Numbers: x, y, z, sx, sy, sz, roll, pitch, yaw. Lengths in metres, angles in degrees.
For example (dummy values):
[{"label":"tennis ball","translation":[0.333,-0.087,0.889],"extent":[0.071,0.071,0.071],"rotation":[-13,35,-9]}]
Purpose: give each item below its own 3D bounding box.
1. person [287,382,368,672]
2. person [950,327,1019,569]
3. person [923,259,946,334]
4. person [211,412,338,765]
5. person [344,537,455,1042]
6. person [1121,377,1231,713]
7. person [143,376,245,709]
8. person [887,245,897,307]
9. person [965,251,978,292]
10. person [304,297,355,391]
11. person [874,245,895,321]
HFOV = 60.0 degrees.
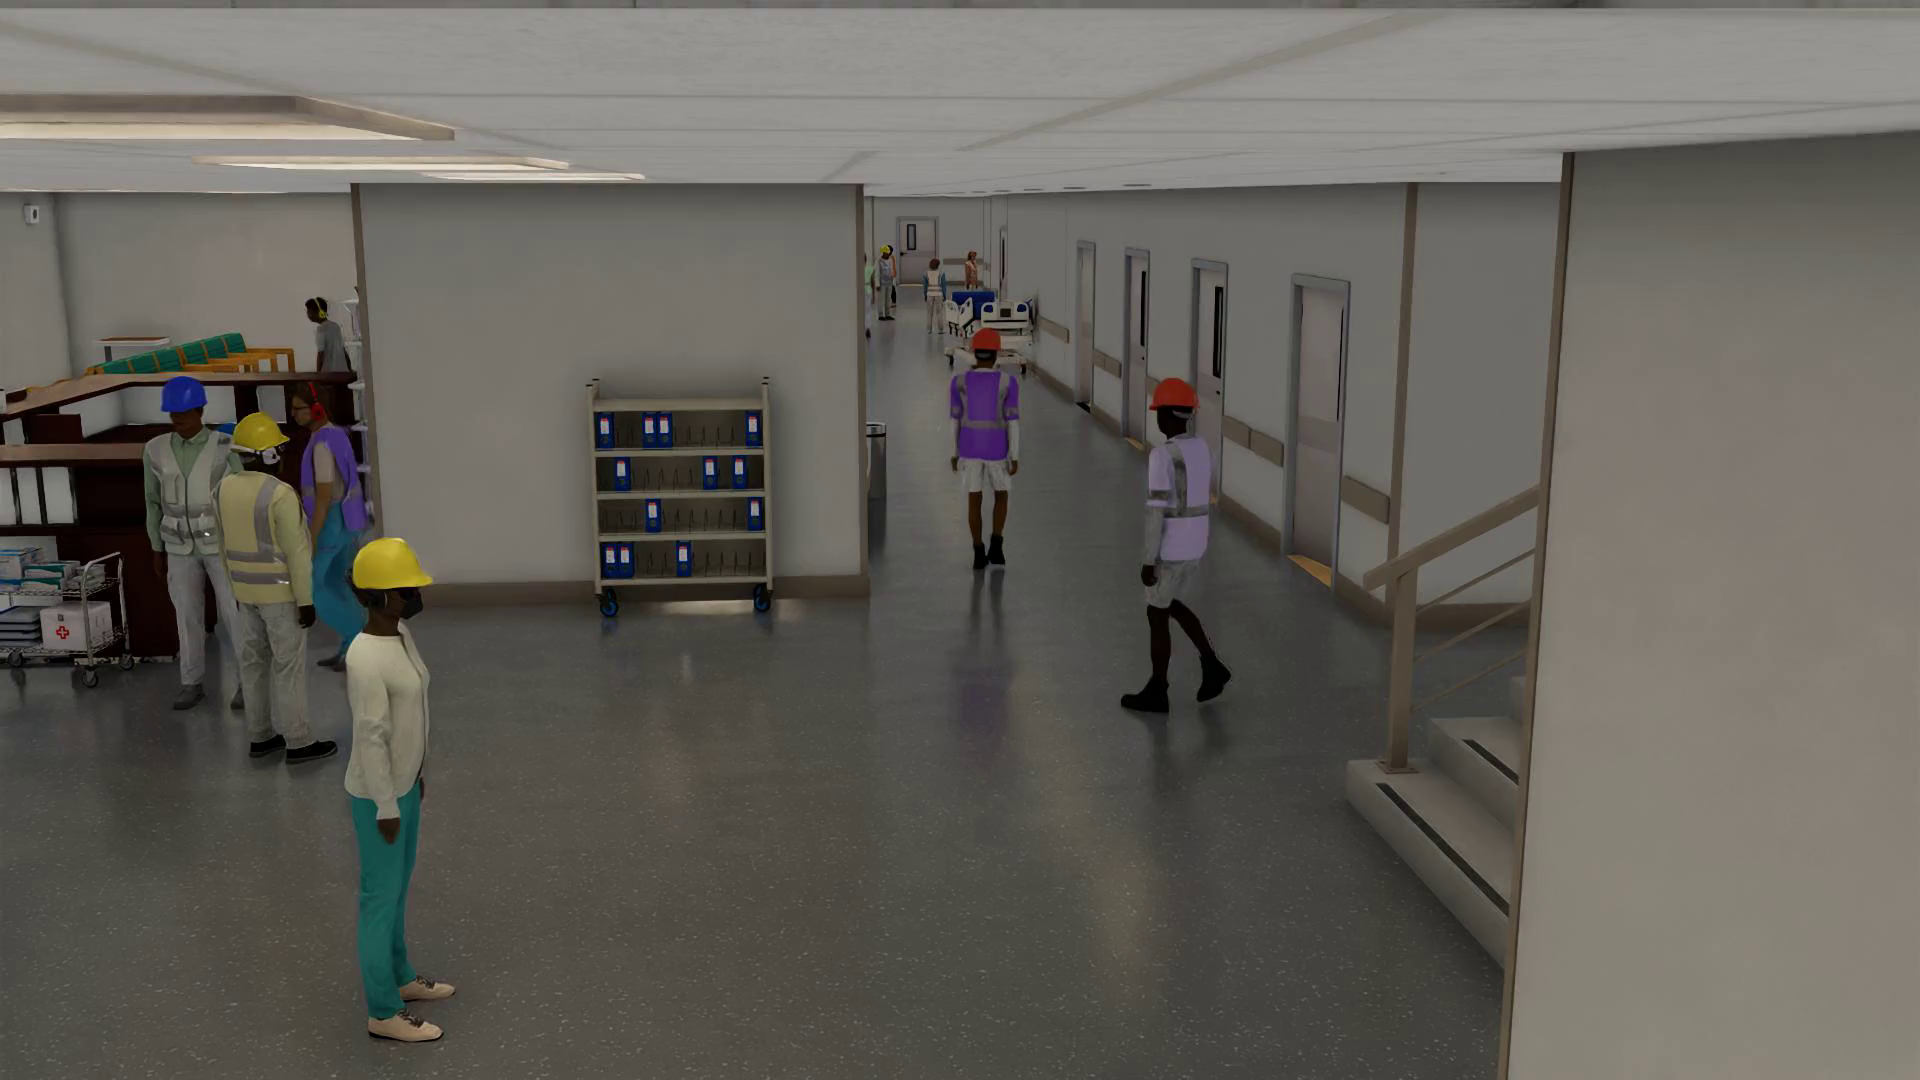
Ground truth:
[{"label":"person","translation":[-3.873,-0.066,10.214],"extent":[0.452,1.827,0.600],"rotation":[-3,12,-14]},{"label":"person","translation":[0.190,-0.713,13.133],"extent":[0.562,1.924,0.389],"rotation":[2,12,8]},{"label":"person","translation":[-0.548,-5.327,36.381],"extent":[0.512,1.639,0.311],"rotation":[3,12,15]},{"label":"person","translation":[-3.561,0.253,8.628],"extent":[0.590,1.837,0.403],"rotation":[6,13,27]},{"label":"person","translation":[-1.972,0.859,5.834],"extent":[0.325,1.769,0.524],"rotation":[-1,12,-6]},{"label":"person","translation":[1.264,0.043,9.449],"extent":[0.552,1.918,0.574],"rotation":[10,15,39]},{"label":"person","translation":[-4.338,0.025,9.505],"extent":[0.601,1.938,0.420],"rotation":[0,12,-1]},{"label":"person","translation":[-1.893,-7.184,45.339],"extent":[0.323,1.689,0.536],"rotation":[2,12,8]},{"label":"person","translation":[0.279,-6.396,41.602],"extent":[0.311,1.638,0.522],"rotation":[6,13,26]},{"label":"person","translation":[-7.102,-1.839,18.861],"extent":[0.499,1.831,0.545],"rotation":[0,12,0]},{"label":"person","translation":[-1.816,-6.235,40.375],"extent":[0.403,1.826,0.595],"rotation":[10,15,39]}]
